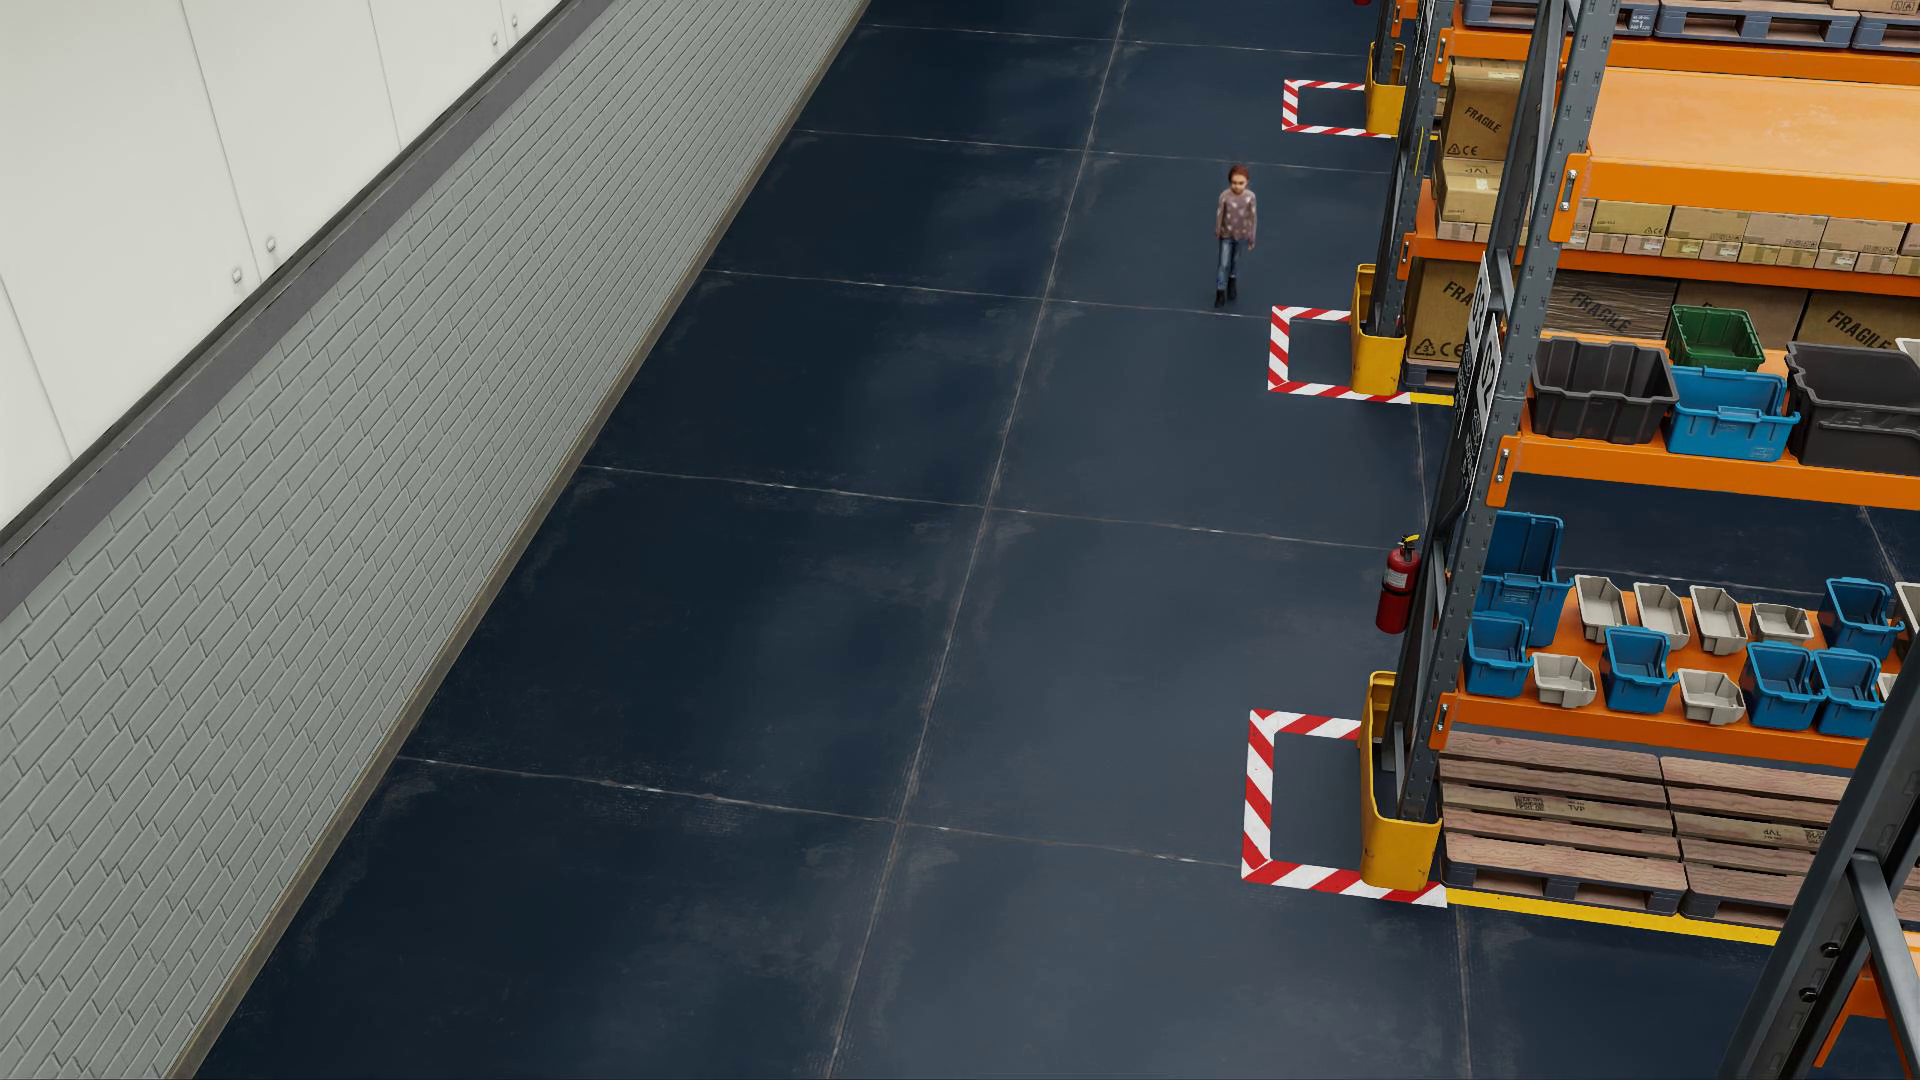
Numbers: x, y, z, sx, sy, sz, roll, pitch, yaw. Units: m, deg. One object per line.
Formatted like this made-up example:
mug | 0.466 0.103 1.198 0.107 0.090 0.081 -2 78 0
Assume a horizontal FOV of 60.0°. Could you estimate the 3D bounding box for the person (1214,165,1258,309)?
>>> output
person | 2.253 -2.527 13.591 0.651 1.176 0.555 3 37 5
